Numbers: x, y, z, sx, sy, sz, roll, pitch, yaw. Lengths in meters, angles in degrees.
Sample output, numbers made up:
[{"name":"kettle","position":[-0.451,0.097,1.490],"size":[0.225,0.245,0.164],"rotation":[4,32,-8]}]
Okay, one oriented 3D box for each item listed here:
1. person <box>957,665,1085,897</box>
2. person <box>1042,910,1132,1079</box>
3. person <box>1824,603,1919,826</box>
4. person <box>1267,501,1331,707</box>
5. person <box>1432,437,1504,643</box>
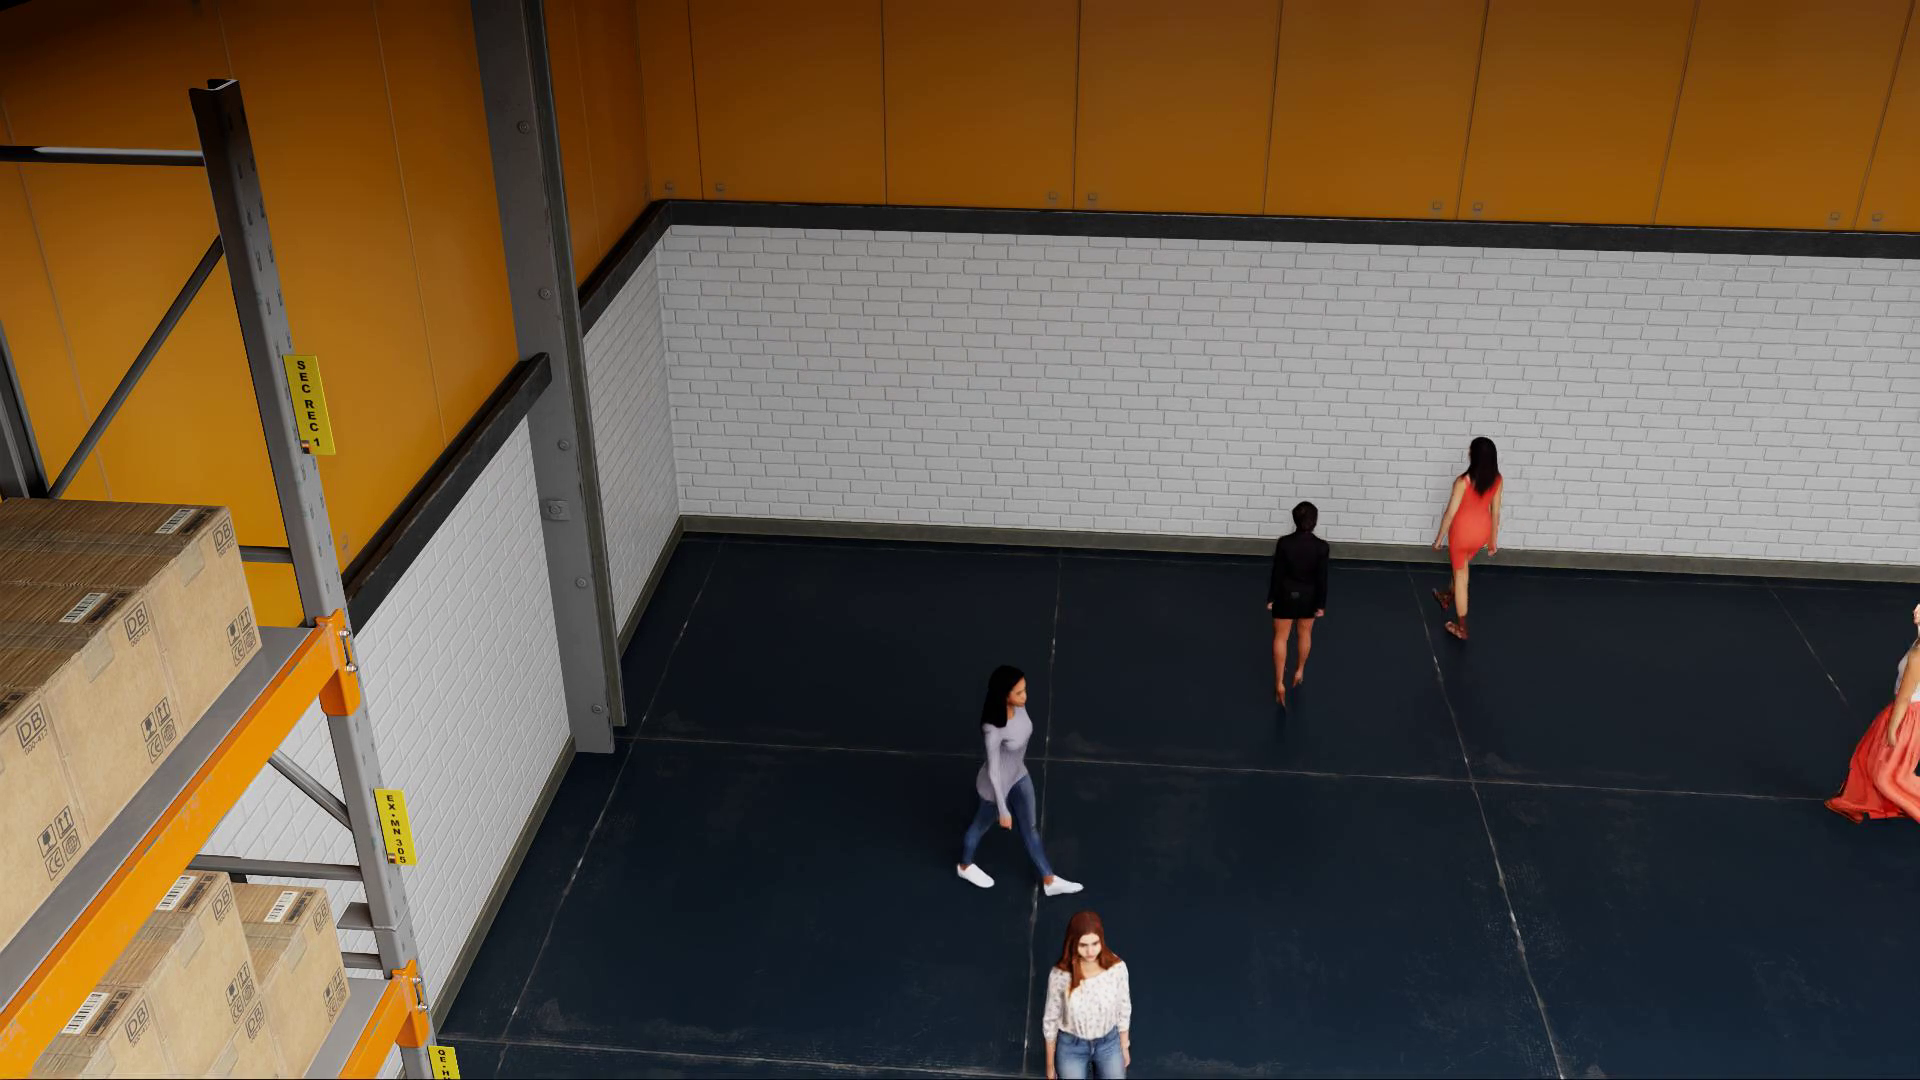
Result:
[{"name":"person","position":[0.163,1.492,10.294],"size":[0.976,1.696,1.106],"rotation":[14,32,24]},{"name":"person","position":[0.636,2.507,8.406],"size":[0.642,1.723,0.652],"rotation":[-1,29,-2]},{"name":"person","position":[6.199,1.207,10.729],"size":[1.062,1.780,1.079],"rotation":[-25,38,-38]},{"name":"person","position":[2.467,0.477,12.218],"size":[0.592,1.636,0.722],"rotation":[4,29,7]},{"name":"person","position":[4.011,0.023,12.982],"size":[0.835,1.701,0.994],"rotation":[-10,30,-18]}]
